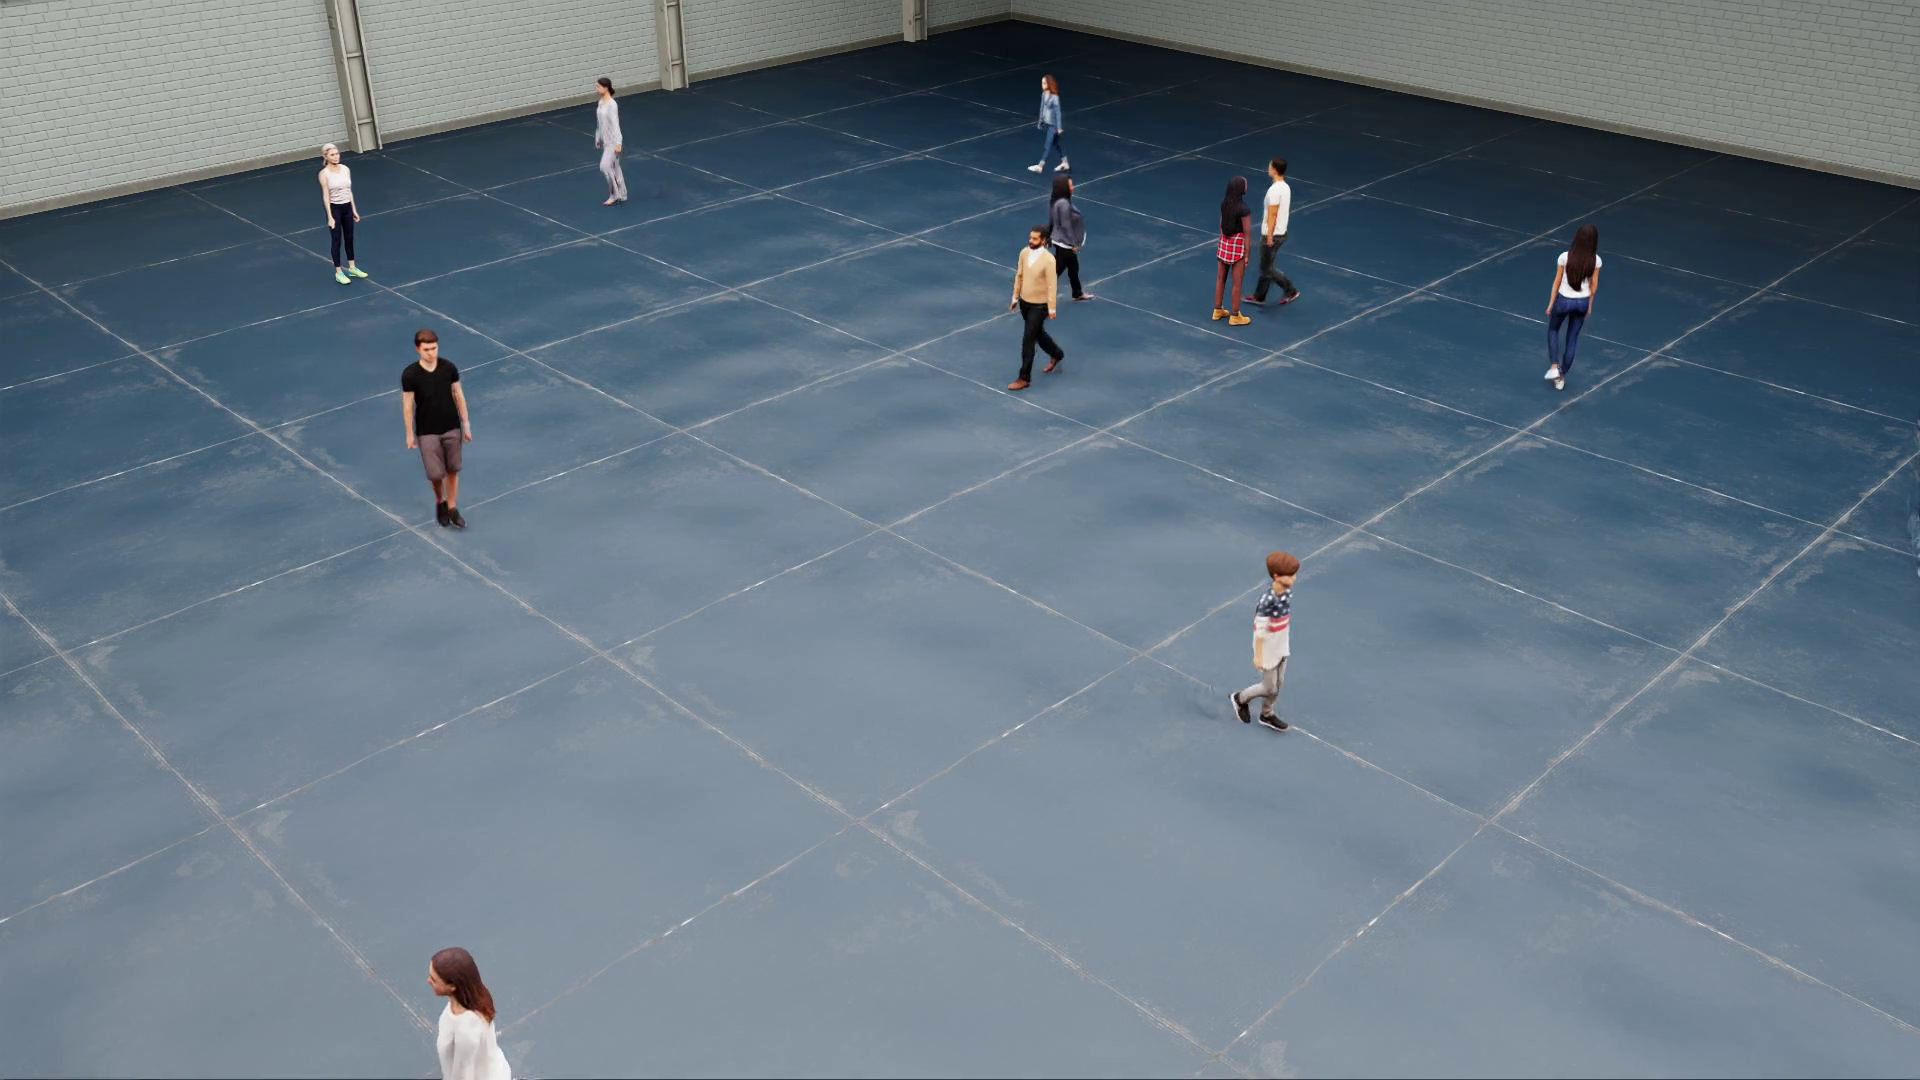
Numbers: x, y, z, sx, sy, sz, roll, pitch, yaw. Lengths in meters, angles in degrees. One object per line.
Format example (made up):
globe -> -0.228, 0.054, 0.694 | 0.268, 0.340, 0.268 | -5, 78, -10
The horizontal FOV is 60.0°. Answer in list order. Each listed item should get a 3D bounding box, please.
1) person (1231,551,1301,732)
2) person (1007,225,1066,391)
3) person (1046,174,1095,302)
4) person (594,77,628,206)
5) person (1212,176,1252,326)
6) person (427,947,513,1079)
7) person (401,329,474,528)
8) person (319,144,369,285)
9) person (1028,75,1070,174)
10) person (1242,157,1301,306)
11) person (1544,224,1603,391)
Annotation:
person -> 2.167, 0.719, 11.830 | 0.610, 1.430, 0.597 | 22, 35, 35
person -> 0.848, -2.490, 17.537 | 1.187, 1.730, 0.757 | -19, 34, -32
person -> 1.149, -3.495, 19.597 | 1.150, 1.567, 1.032 | -4, 28, -7
person -> -4.821, -5.599, 23.346 | 0.694, 1.758, 0.666 | -18, 33, -31
person -> 3.144, -3.338, 19.129 | 0.621, 1.729, 0.628 | -20, 34, -33
person -> -2.222, 2.633, 8.002 | 1.129, 1.651, 0.894 | -10, 30, -19
person -> -4.609, -1.005, 14.615 | 0.636, 1.856, 0.809 | -18, 33, -30
person -> -7.633, -4.038, 20.475 | 0.714, 1.701, 0.557 | 15, 32, 26
person -> 1.441, -6.186, 24.781 | 1.022, 1.443, 0.790 | -13, 31, -23
person -> 3.671, -3.576, 19.513 | 0.972, 1.788, 1.003 | 14, 31, 24
person -> 6.377, -2.393, 17.318 | 0.738, 1.765, 0.771 | 5, 28, 9
